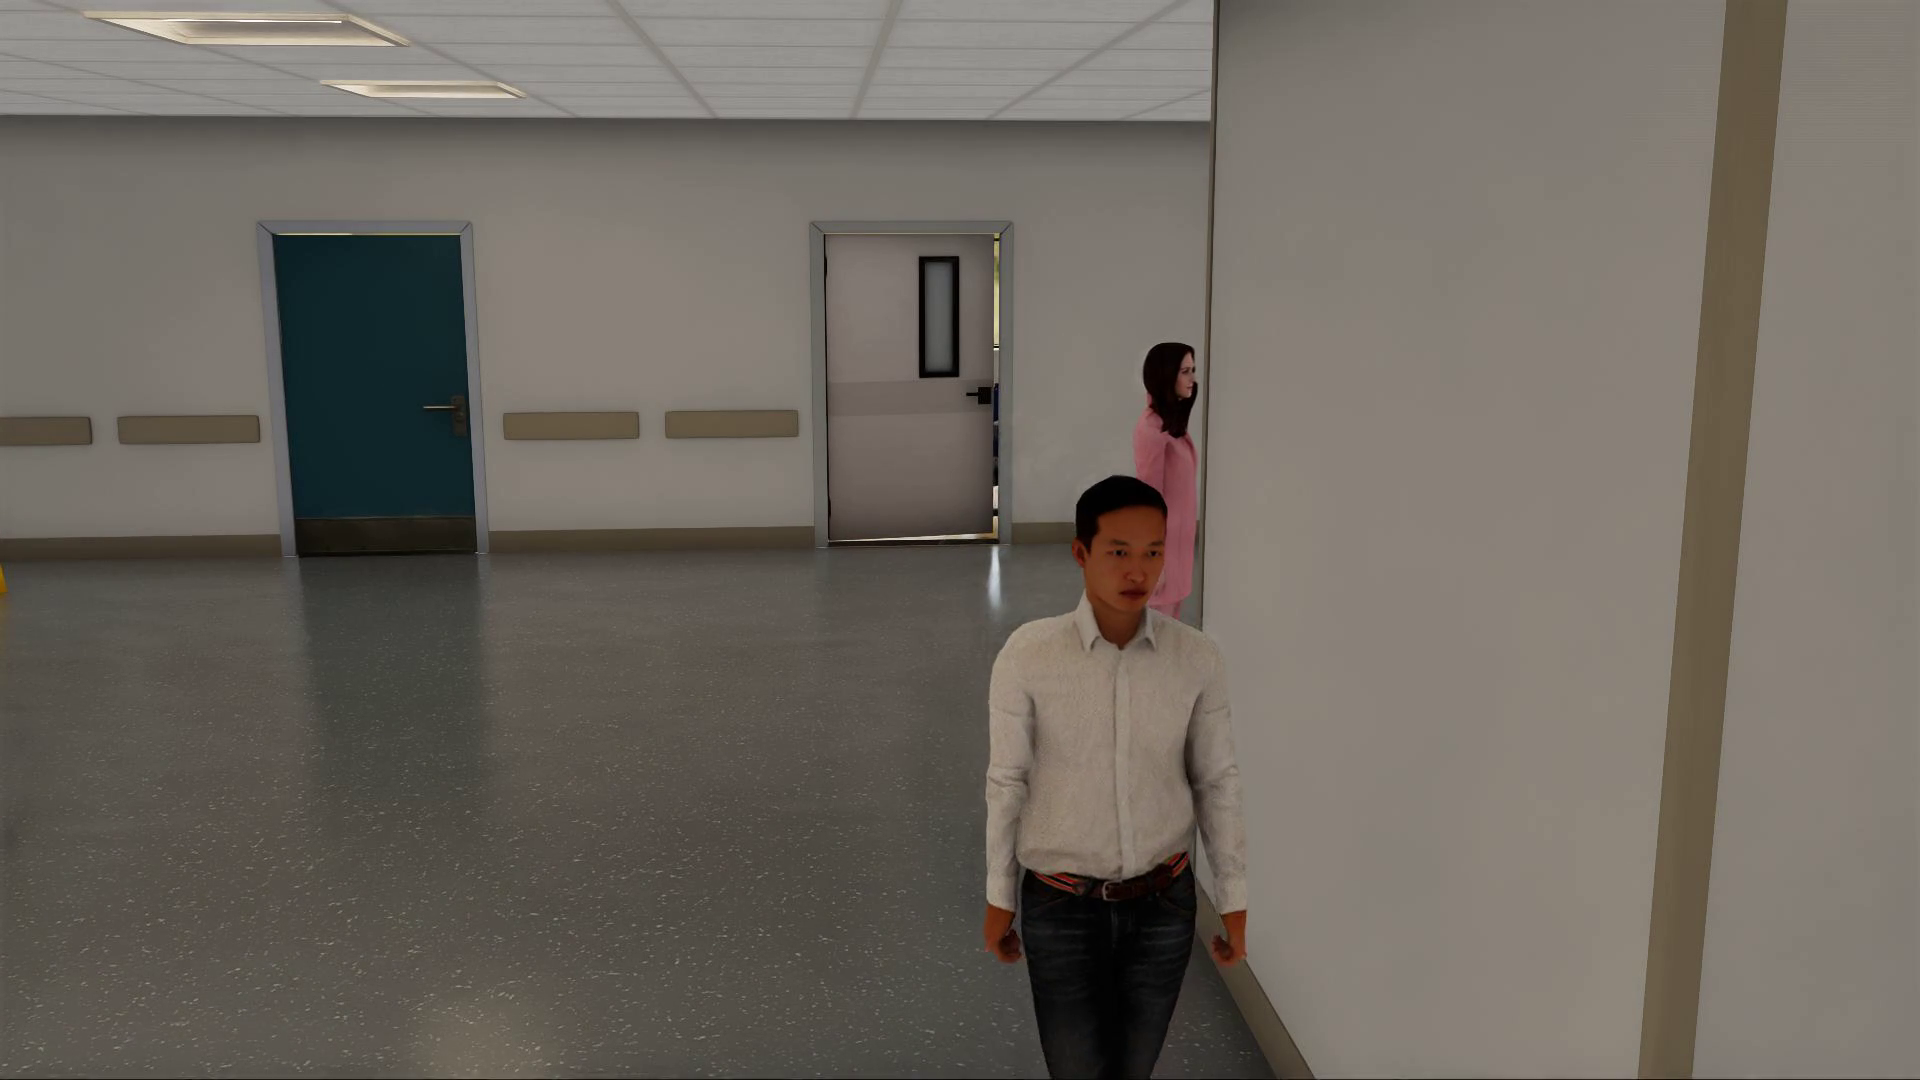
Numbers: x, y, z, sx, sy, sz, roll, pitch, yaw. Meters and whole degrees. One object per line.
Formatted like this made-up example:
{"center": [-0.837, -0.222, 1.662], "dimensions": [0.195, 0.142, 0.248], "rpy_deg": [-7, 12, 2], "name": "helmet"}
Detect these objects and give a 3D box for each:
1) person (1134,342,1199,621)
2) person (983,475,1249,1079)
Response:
{"center": [0.849, 0.059, 7.086], "dimensions": [0.663, 1.801, 0.688], "rpy_deg": [4, 11, 19], "name": "person"}
{"center": [0.303, 0.755, 3.476], "dimensions": [0.967, 1.780, 0.774], "rpy_deg": [-1, 11, -8], "name": "person"}
